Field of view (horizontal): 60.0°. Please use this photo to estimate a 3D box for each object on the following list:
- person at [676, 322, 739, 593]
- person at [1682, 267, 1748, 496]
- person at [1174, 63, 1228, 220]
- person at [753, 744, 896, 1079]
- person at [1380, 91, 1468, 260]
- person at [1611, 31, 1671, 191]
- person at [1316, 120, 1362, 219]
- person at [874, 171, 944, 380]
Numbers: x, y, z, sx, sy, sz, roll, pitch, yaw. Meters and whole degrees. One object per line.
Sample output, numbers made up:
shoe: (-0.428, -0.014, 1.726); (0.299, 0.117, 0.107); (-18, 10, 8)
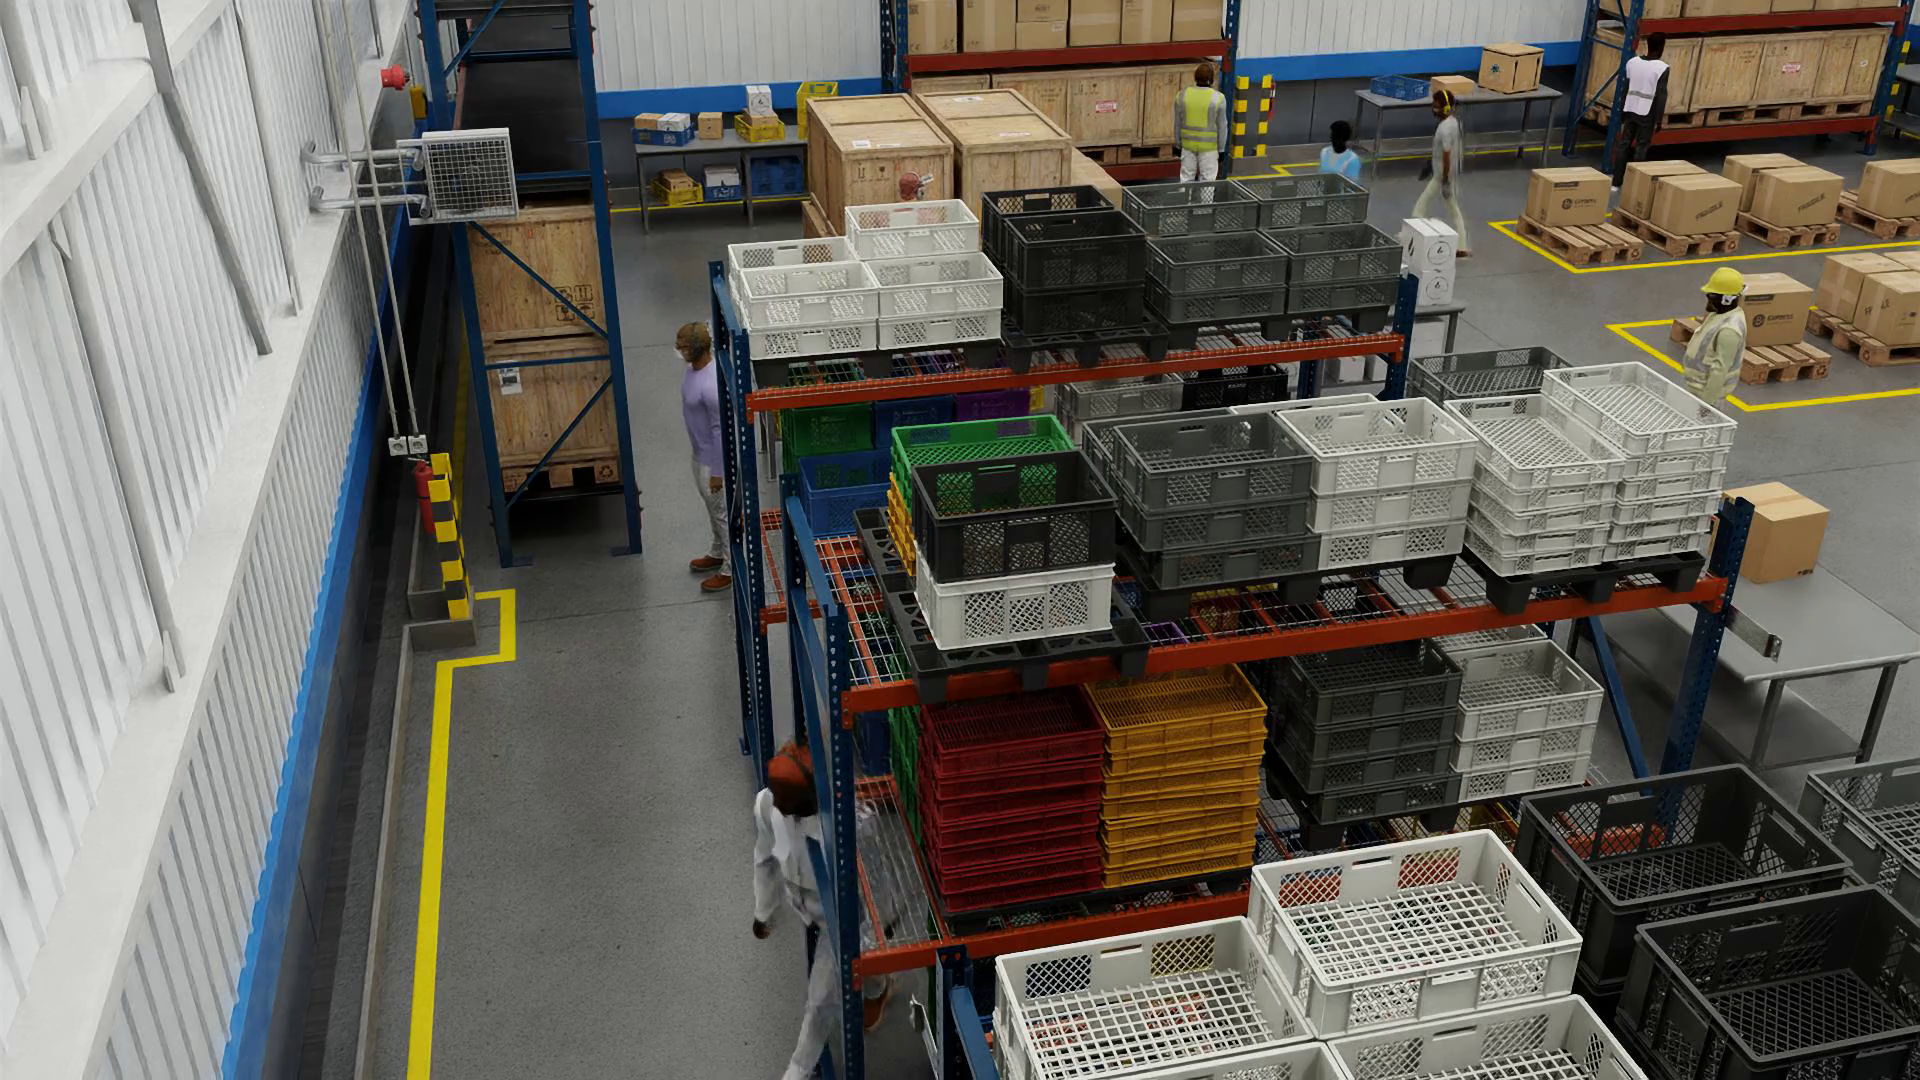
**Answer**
person: (-1.700, -0.570, 11.329); (0.371, 1.935, 0.629); (-9, 29, -17)
person: (5.668, -1.185, 12.614); (0.403, 1.823, 0.595); (9, 29, 17)
person: (2.714, -4.441, 18.769); (0.625, 1.845, 0.429); (13, 31, 24)
person: (-0.602, 1.610, 7.319); (0.592, 1.820, 1.015); (17, 32, 29)
person: (5.077, -3.909, 17.796); (1.013, 1.802, 0.556); (15, 31, 26)
person: (8.187, -5.124, 19.984); (0.384, 1.918, 0.596); (-17, 32, -29)
person: (3.898, -3.511, 17.189); (0.698, 1.672, 0.543); (-18, 33, -30)
person: (-0.423, -2.305, 14.666); (0.636, 1.900, 0.397); (10, 29, 19)
